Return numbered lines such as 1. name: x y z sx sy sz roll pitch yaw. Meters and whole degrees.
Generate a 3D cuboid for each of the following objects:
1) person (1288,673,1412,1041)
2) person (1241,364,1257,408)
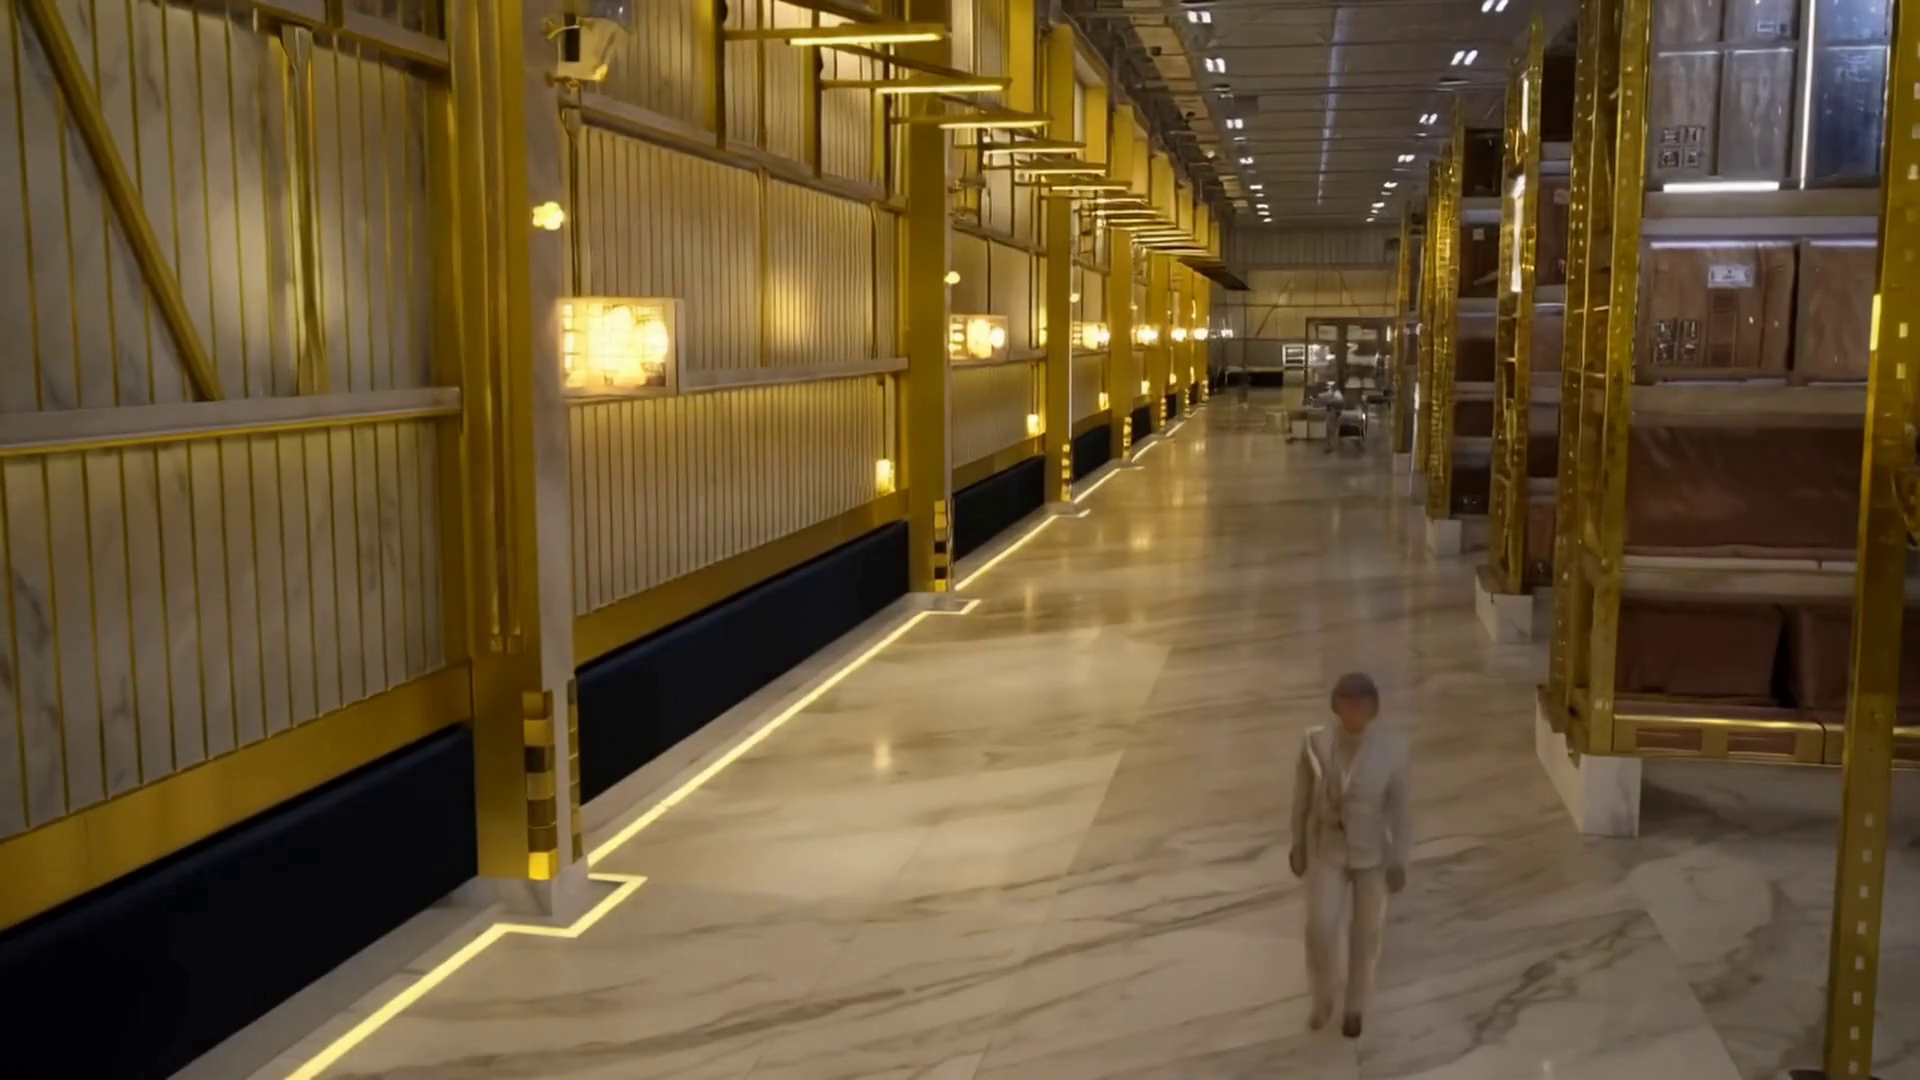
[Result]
1. person: 1.693 1.384 7.254 0.544 1.622 0.394 3 8 21
2. person: 11.939 -6.360 68.733 0.604 1.815 0.812 0 7 -1
